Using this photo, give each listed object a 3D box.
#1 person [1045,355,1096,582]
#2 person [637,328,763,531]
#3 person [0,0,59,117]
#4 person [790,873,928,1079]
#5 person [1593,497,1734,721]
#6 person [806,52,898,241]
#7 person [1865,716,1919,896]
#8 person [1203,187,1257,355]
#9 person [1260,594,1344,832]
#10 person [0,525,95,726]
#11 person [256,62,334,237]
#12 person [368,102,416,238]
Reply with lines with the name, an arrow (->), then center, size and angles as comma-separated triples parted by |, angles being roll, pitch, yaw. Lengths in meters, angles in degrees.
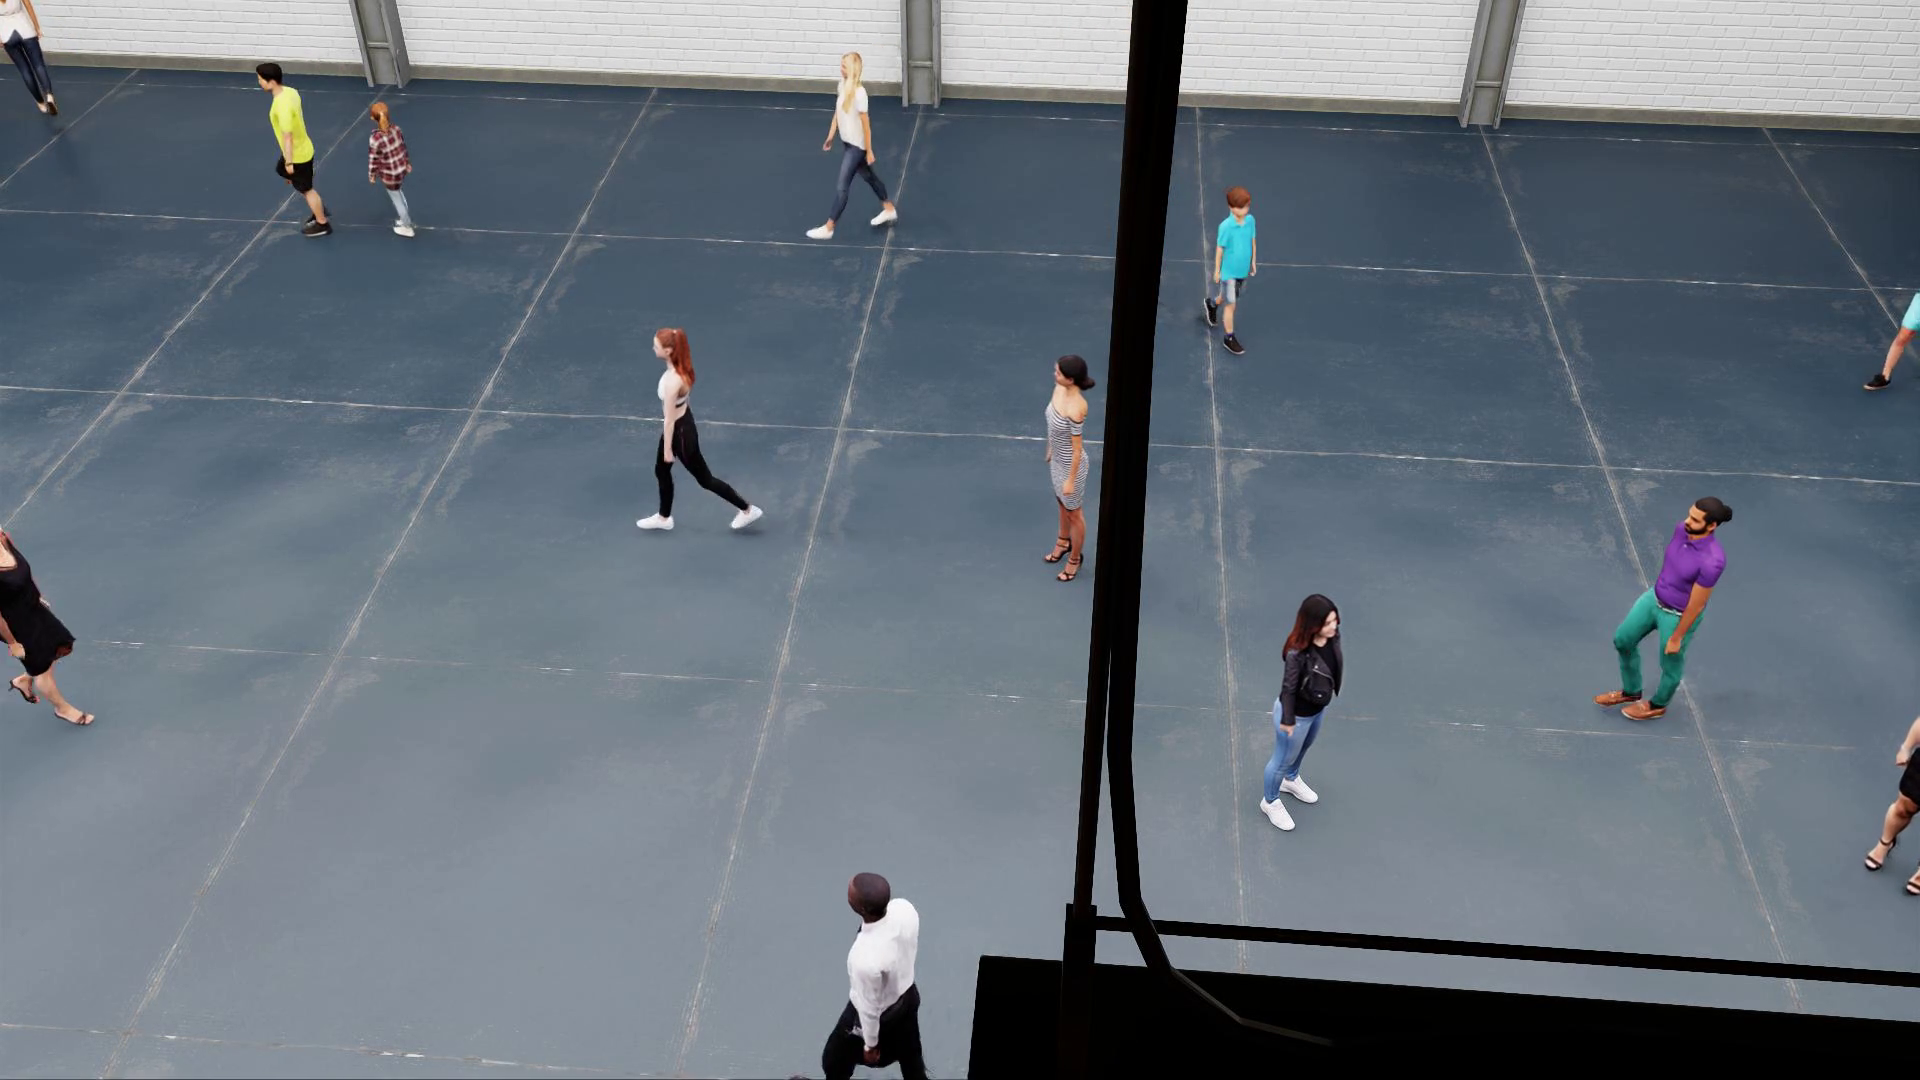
person -> 0.754, -0.506, 11.392 | 0.641, 1.822, 0.658 | -11, 40, -13
person -> -1.874, -0.726, 11.761 | 1.172, 1.707, 0.649 | 0, 39, 0
person -> -9.824, -5.245, 17.370 | 0.932, 1.768, 0.949 | -22, 43, -25
person -> -0.284, 2.281, 7.911 | 1.143, 1.812, 0.953 | 19, 42, 22
person -> 4.488, 0.436, 10.263 | 0.761, 1.760, 0.738 | -6, 39, -8
person -> -0.888, -3.642, 15.370 | 1.253, 1.759, 0.970 | -14, 41, -17
person -> 5.475, 1.290, 9.233 | 0.811, 1.709, 0.749 | -29, 47, -31
person -> 2.265, -2.328, 13.986 | 0.902, 1.432, 0.906 | -21, 43, -25
person -> 1.997, 0.972, 9.693 | 0.749, 1.634, 0.720 | 28, 47, 31
person -> -5.831, 0.489, 10.215 | 0.747, 1.736, 0.630 | 1, 39, 1
person -> -6.063, -3.630, 15.405 | 0.738, 1.696, 0.738 | -9, 39, -11
person -> -5.233, -3.426, 15.471 | 0.645, 1.295, 0.626 | 18, 42, 21
